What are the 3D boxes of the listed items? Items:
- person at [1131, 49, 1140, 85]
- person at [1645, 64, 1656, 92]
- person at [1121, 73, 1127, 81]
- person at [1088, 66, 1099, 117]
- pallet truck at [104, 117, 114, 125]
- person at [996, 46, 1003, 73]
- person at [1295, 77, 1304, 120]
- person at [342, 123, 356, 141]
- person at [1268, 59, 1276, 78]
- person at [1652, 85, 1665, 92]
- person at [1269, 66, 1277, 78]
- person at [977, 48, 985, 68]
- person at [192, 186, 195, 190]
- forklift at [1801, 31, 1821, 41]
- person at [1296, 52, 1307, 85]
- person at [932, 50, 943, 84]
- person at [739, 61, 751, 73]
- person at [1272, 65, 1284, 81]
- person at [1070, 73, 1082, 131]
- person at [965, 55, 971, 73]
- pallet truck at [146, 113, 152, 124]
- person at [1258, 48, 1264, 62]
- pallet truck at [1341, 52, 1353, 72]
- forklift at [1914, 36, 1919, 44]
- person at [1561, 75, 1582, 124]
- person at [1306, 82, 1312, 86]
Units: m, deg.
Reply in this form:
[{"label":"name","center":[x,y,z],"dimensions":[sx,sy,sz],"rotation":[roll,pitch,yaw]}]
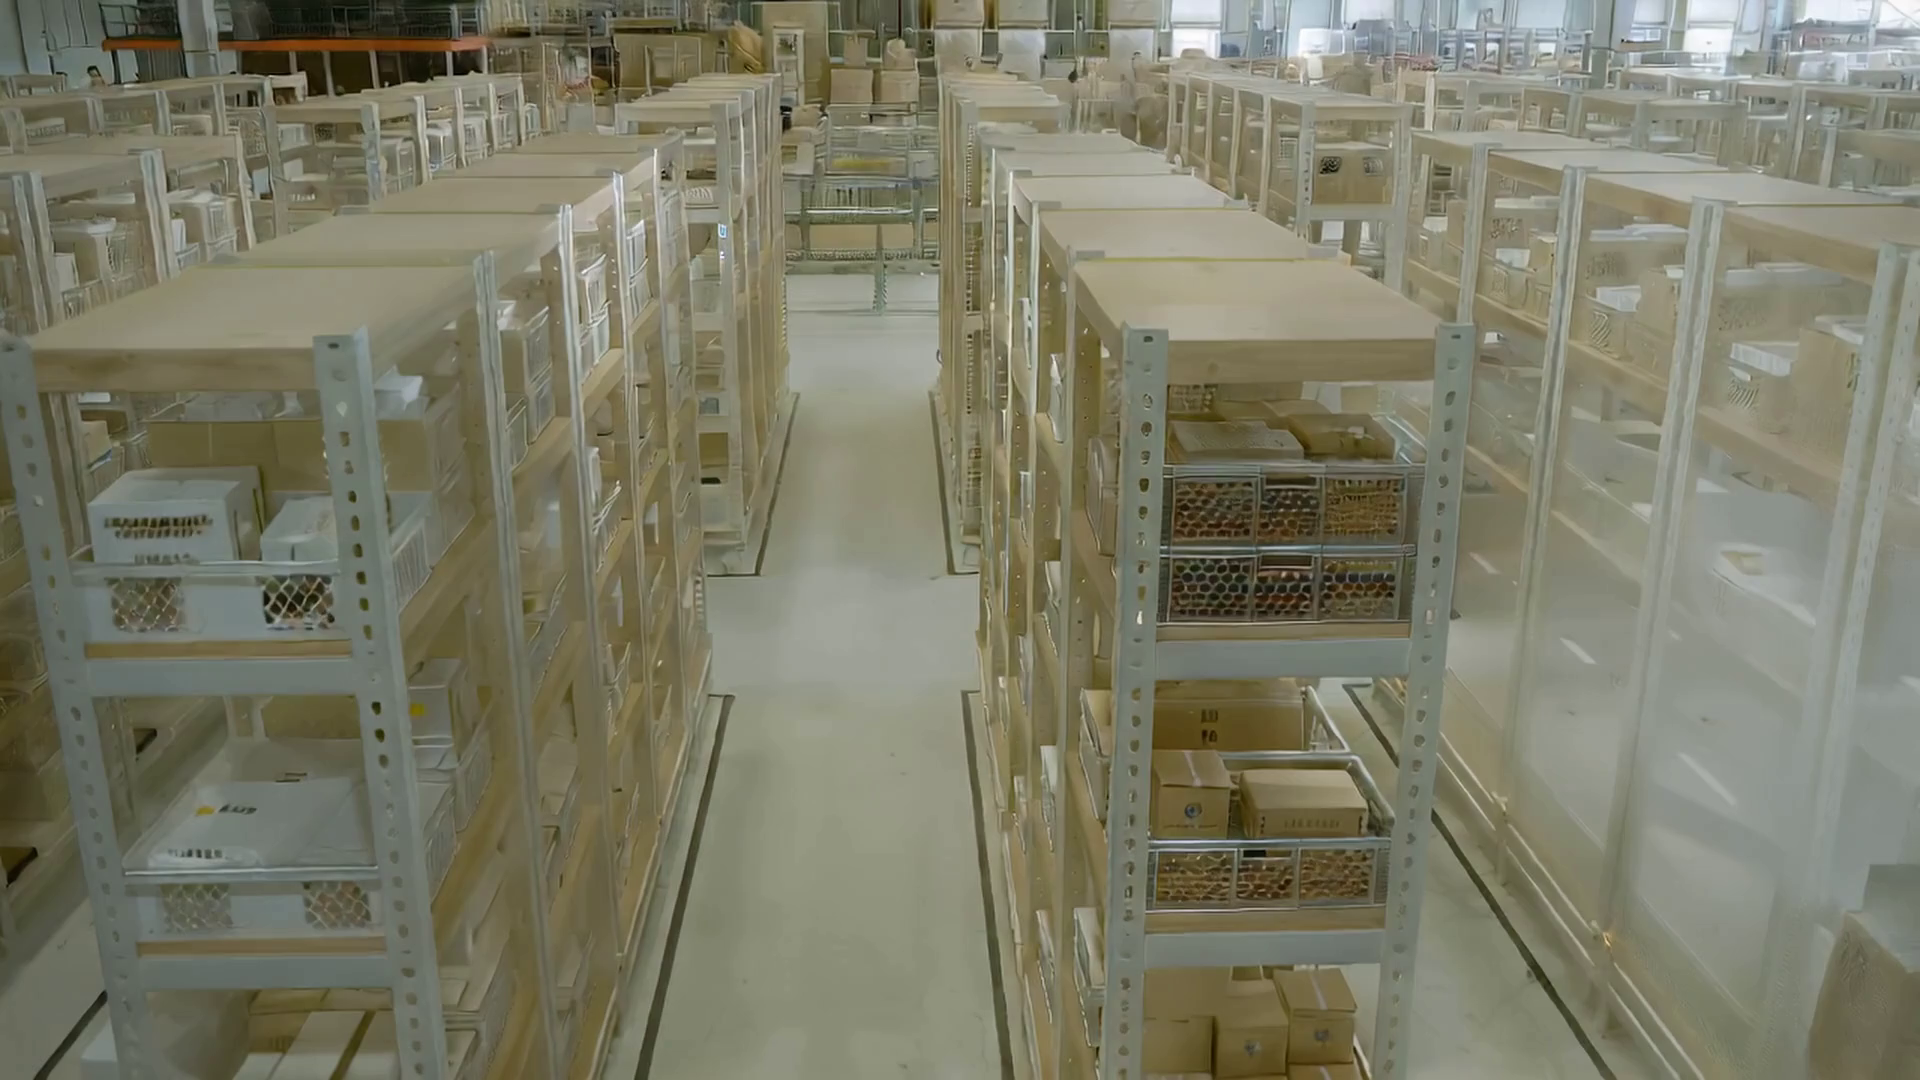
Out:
[{"label":"person","center":[9.528,-25.683,90.304],"dimensions":[0.628,1.905,0.611],"rotation":[15,23,39]},{"label":"person","center":[30.785,-20.421,74.072],"dimensions":[0.574,1.876,0.355],"rotation":[-7,19,-20]},{"label":"person","center":[6.094,-16.264,61.264],"dimensions":[0.880,1.839,0.527],"rotation":[4,18,12]},{"label":"person","center":[5.242,-17.545,65.060],"dimensions":[0.345,1.942,0.547],"rotation":[-14,22,-36]},{"label":"pallet truck","center":[-18.367,-7.885,35.078],"dimensions":[1.885,1.965,0.823],"rotation":[1,18,2]},{"label":"person","center":[2.172,-26.781,93.603],"dimensions":[0.801,1.968,0.625],"rotation":[3,18,9]},{"label":"person","center":[12.253,-15.707,59.688],"dimensions":[0.757,1.737,0.530],"rotation":[13,22,35]},{"label":"person","center":[-15.814,-10.429,42.979],"dimensions":[1.066,1.986,0.636],"rotation":[-6,19,-19]},{"label":"person","center":[15.101,-22.396,80.480],"dimensions":[0.534,1.692,0.321],"rotation":[-17,24,-42]},{"label":"person","center":[26.774,-17.060,63.601],"dimensions":[0.593,1.917,0.392],"rotation":[7,19,20]},{"label":"person","center":[12.848,-18.484,68.127],"dimensions":[0.675,1.847,0.519],"rotation":[-12,21,-32]},{"label":"person","center":[1.175,-26.003,91.258],"dimensions":[0.611,1.927,0.624],"rotation":[14,22,36]},{"label":"person","center":[-18.150,-9.269,39.537],"dimensions":[0.437,1.890,0.664],"rotation":[11,21,31]},{"label":"forklift","center":[45.917,-26.108,90.055],"dimensions":[1.129,2.768,1.873],"rotation":[-1,18,-2]},{"label":"person","center":[17.064,-23.380,83.121],"dimensions":[0.372,1.940,0.627],"rotation":[-16,24,-41]},{"label":"person","center":[-1.251,-25.985,91.343],"dimensions":[0.626,1.840,0.430],"rotation":[-7,19,-21]},{"label":"person","center":[-10.029,-21.590,77.741],"dimensions":[0.585,1.849,0.949],"rotation":[-4,18,-12]},{"label":"person","center":[12.772,-18.127,66.937],"dimensions":[0.529,1.900,0.604],"rotation":[-9,20,-26]},{"label":"person","center":[4.012,-15.187,57.725],"dimensions":[0.368,1.965,0.609],"rotation":[-8,19,-22]},{"label":"person","center":[0.396,-23.636,84.228],"dimensions":[0.294,1.744,0.484],"rotation":[-10,20,-28]},{"label":"pallet truck","center":[-18.087,-8.309,36.390],"dimensions":[1.885,1.965,0.823],"rotation":[-1,18,-4]},{"label":"person","center":[16.330,-25.725,90.380],"dimensions":[0.360,1.938,0.545],"rotation":[0,18,-1]},{"label":"pallet truck","center":[18.794,-23.123,82.231],"dimensions":[0.823,1.965,1.885],"rotation":[-13,22,-35]},{"label":"forklift","center":[50.112,-25.109,86.965],"dimensions":[1.129,2.768,1.873],"rotation":[-7,19,-21]},{"label":"person","center":[20.174,-14.308,54.884],"dimensions":[0.678,2.000,0.536],"rotation":[11,21,31]},{"label":"person","center":[11.910,-14.859,57.148],"dimensions":[0.320,1.692,0.534],"rotation":[6,19,19]}]
